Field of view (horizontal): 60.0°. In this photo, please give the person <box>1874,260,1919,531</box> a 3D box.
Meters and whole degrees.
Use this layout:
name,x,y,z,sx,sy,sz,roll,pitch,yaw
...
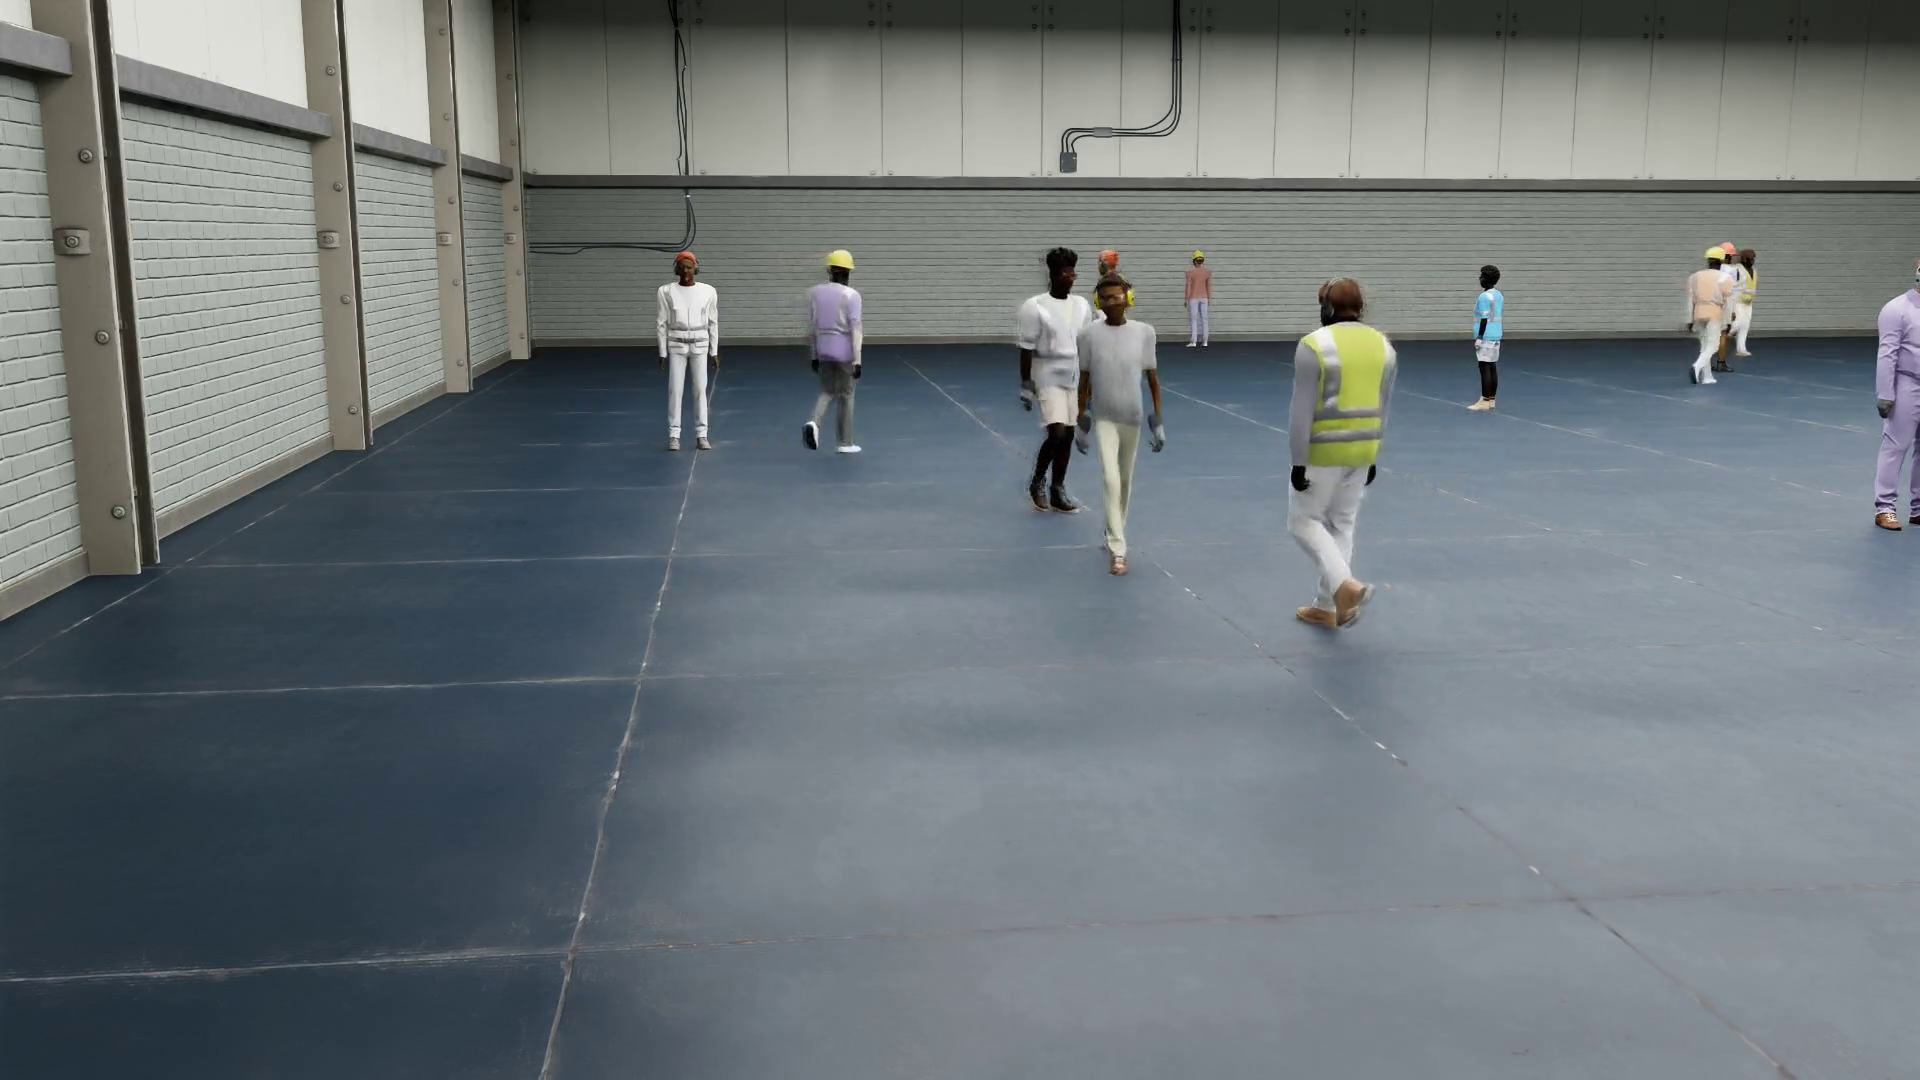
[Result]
name,x,y,z,sx,sy,sz,roll,pitch,yaw
person,6.664,-1.016,11.513,0.651,1.907,0.409,-2,10,-9

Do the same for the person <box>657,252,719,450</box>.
name,x,y,z,sx,sy,sz,roll,pitch,yaw
person,-2.583,-1.791,15.826,0.576,1.881,0.354,-2,11,-13

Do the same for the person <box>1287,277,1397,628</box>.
name,x,y,z,sx,sy,sz,roll,pitch,yaw
person,1.962,-0.416,8.483,0.647,1.819,0.582,-5,11,-25

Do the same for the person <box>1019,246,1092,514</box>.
name,x,y,z,sx,sy,sz,roll,pitch,yaw
person,0.740,-1.147,12.105,0.619,1.952,0.424,-9,13,-39

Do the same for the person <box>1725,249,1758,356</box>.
name,x,y,z,sx,sy,sz,roll,pitch,yaw
person,13.277,-4.050,28.365,0.653,1.823,0.549,-6,12,-31

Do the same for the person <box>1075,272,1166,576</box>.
name,x,y,z,sx,sy,sz,roll,pitch,yaw
person,0.988,-0.743,10.312,0.559,1.820,0.975,0,10,-2

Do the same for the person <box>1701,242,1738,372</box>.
name,x,y,z,sx,sy,sz,roll,pitch,yaw
person,11.408,-3.480,24.935,0.357,1.937,0.550,-6,12,-28

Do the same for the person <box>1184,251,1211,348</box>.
name,x,y,z,sx,sy,sz,roll,pitch,yaw
person,4.351,-4.412,30.512,0.528,1.767,0.329,-4,11,-20

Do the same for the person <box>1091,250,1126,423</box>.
name,x,y,z,sx,sy,sz,roll,pitch,yaw
person,1.622,-2.193,18.023,0.337,1.882,0.584,6,12,30

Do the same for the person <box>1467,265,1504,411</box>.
name,x,y,z,sx,sy,sz,roll,pitch,yaw
person,6.133,-2.347,19.373,0.316,1.700,0.540,7,13,35

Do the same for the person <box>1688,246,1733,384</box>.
name,x,y,z,sx,sy,sz,roll,pitch,yaw
person,10.189,-3.045,22.664,0.773,1.901,0.592,-8,13,-38

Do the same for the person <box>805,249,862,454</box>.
name,x,y,z,sx,sy,sz,roll,pitch,yaw
person,-1.171,-1.729,15.406,0.593,1.906,0.584,6,12,29
